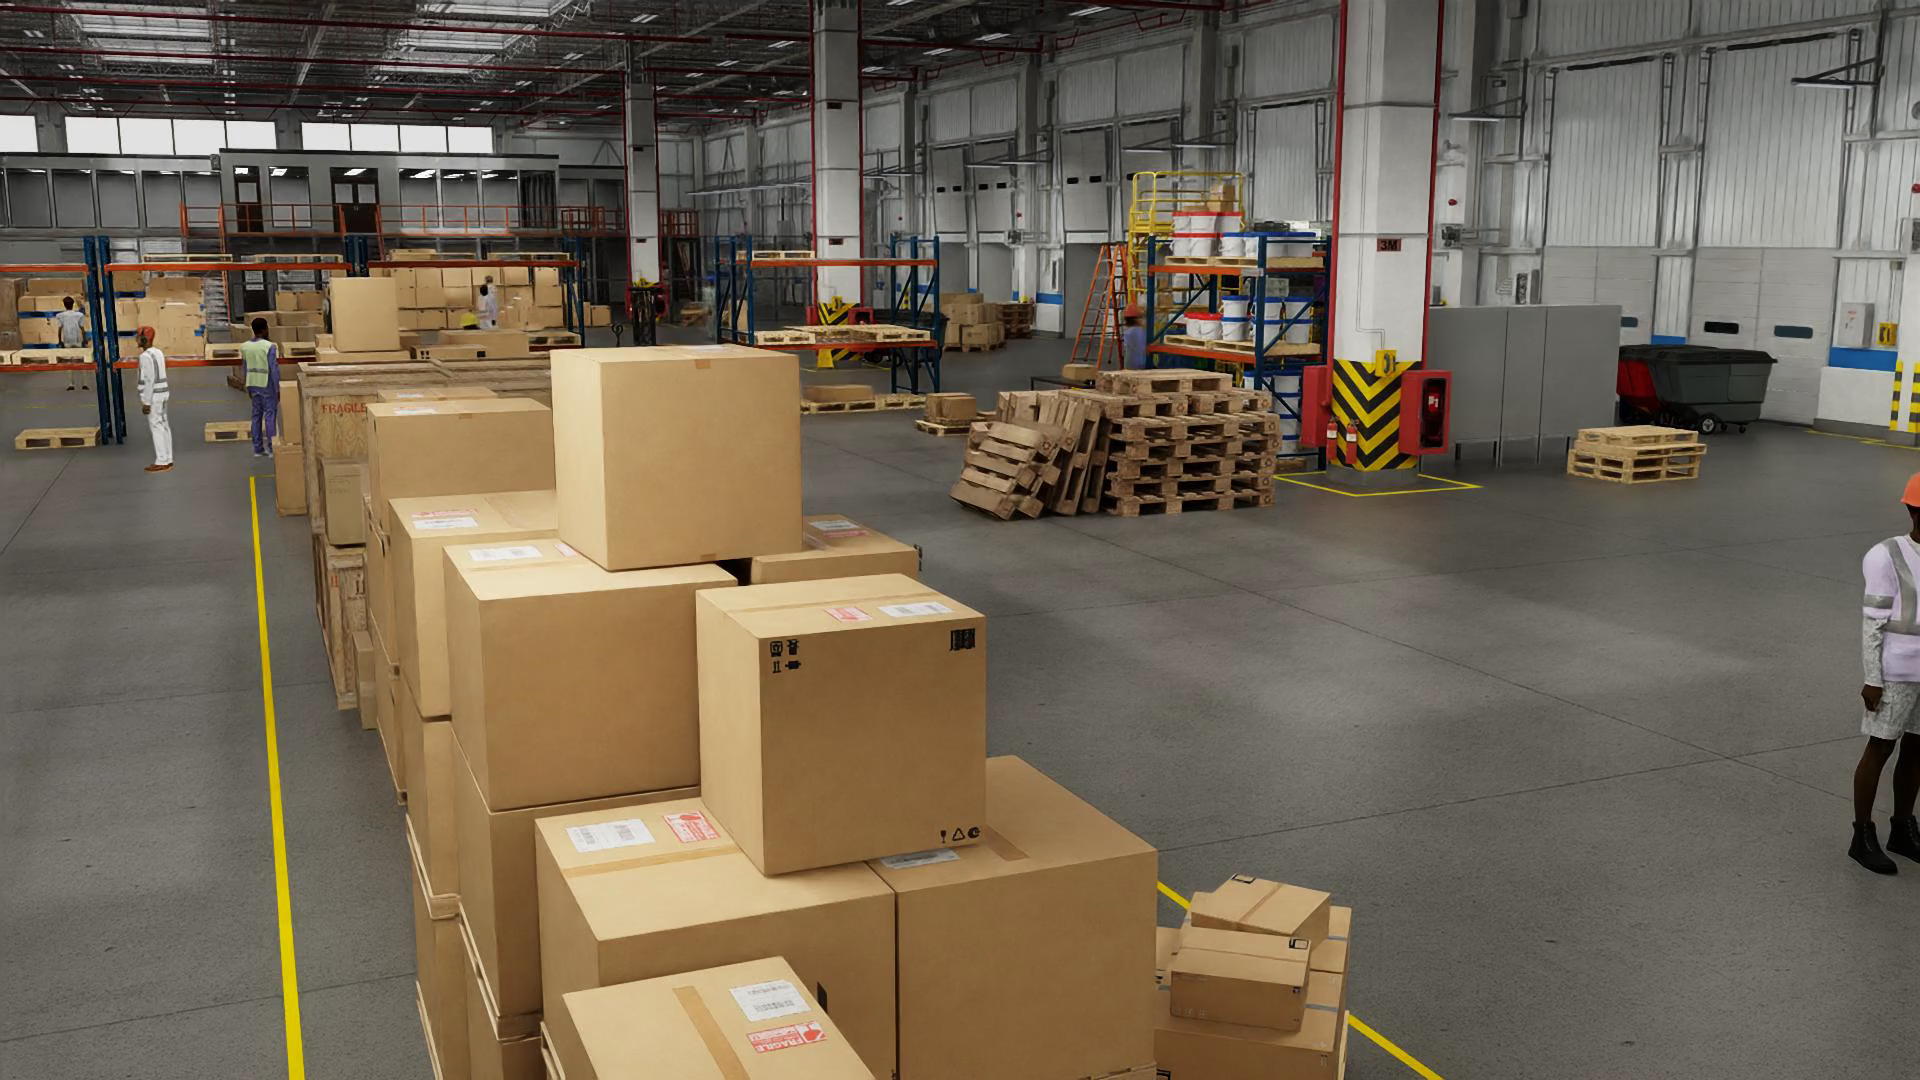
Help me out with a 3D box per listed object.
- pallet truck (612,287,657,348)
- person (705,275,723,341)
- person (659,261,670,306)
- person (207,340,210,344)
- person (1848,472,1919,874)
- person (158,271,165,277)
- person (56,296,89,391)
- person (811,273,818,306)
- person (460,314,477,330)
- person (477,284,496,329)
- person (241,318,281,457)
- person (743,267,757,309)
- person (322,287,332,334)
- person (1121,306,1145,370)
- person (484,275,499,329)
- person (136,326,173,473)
[{"bbox_3d":[-6.464,-4.406,35.401,0.823,1.965,1.885,6,12,32],"label":"pallet truck"},{"bbox_3d":[-7.157,-6.746,48.490,0.608,1.923,0.642,5,11,24],"label":"person"},{"bbox_3d":[-13.143,-11.404,74.011,0.612,1.986,0.407,0,10,-2],"label":"person"},{"bbox_3d":[-20.558,-6.005,44.545,0.913,1.897,0.544,-5,11,-26],"label":"person"},{"bbox_3d":[4.528,0.617,7.888,0.546,1.938,0.360,-3,11,-15],"label":"person"},{"bbox_3d":[-28.797,-8.814,60.072,0.593,1.865,0.677,-3,11,-18],"label":"person"},{"bbox_3d":[-17.505,-3.871,32.810,0.508,1.872,0.329,-6,12,-31],"label":"person"},{"bbox_3d":[-4.831,-8.278,57.176,0.429,1.843,0.630,7,12,32],"label":"person"},{"bbox_3d":[-7.254,-2.384,24.549,0.612,1.881,0.960,5,11,26],"label":"person"},{"bbox_3d":[-12.292,-5.779,43.471,0.647,1.818,0.631,7,12,32],"label":"person"},{"bbox_3d":[-9.584,-2.091,22.861,0.592,1.919,0.392,4,11,20],"label":"person"},{"bbox_3d":[-8.844,-10.573,69.665,0.599,1.902,0.770,-6,12,-29],"label":"person"},{"bbox_3d":[-15.387,-5.326,40.899,0.517,1.842,0.326,-3,11,-15],"label":"person"},{"bbox_3d":[2.850,-2.902,27.450,1.020,1.888,0.563,10,14,44],"label":"person"},{"bbox_3d":[-13.543,-6.670,48.045,0.355,1.936,0.637,0,10,2],"label":"person"},{"bbox_3d":[-10.360,-1.801,21.363,0.358,1.882,0.574,-1,10,-8],"label":"person"}]
